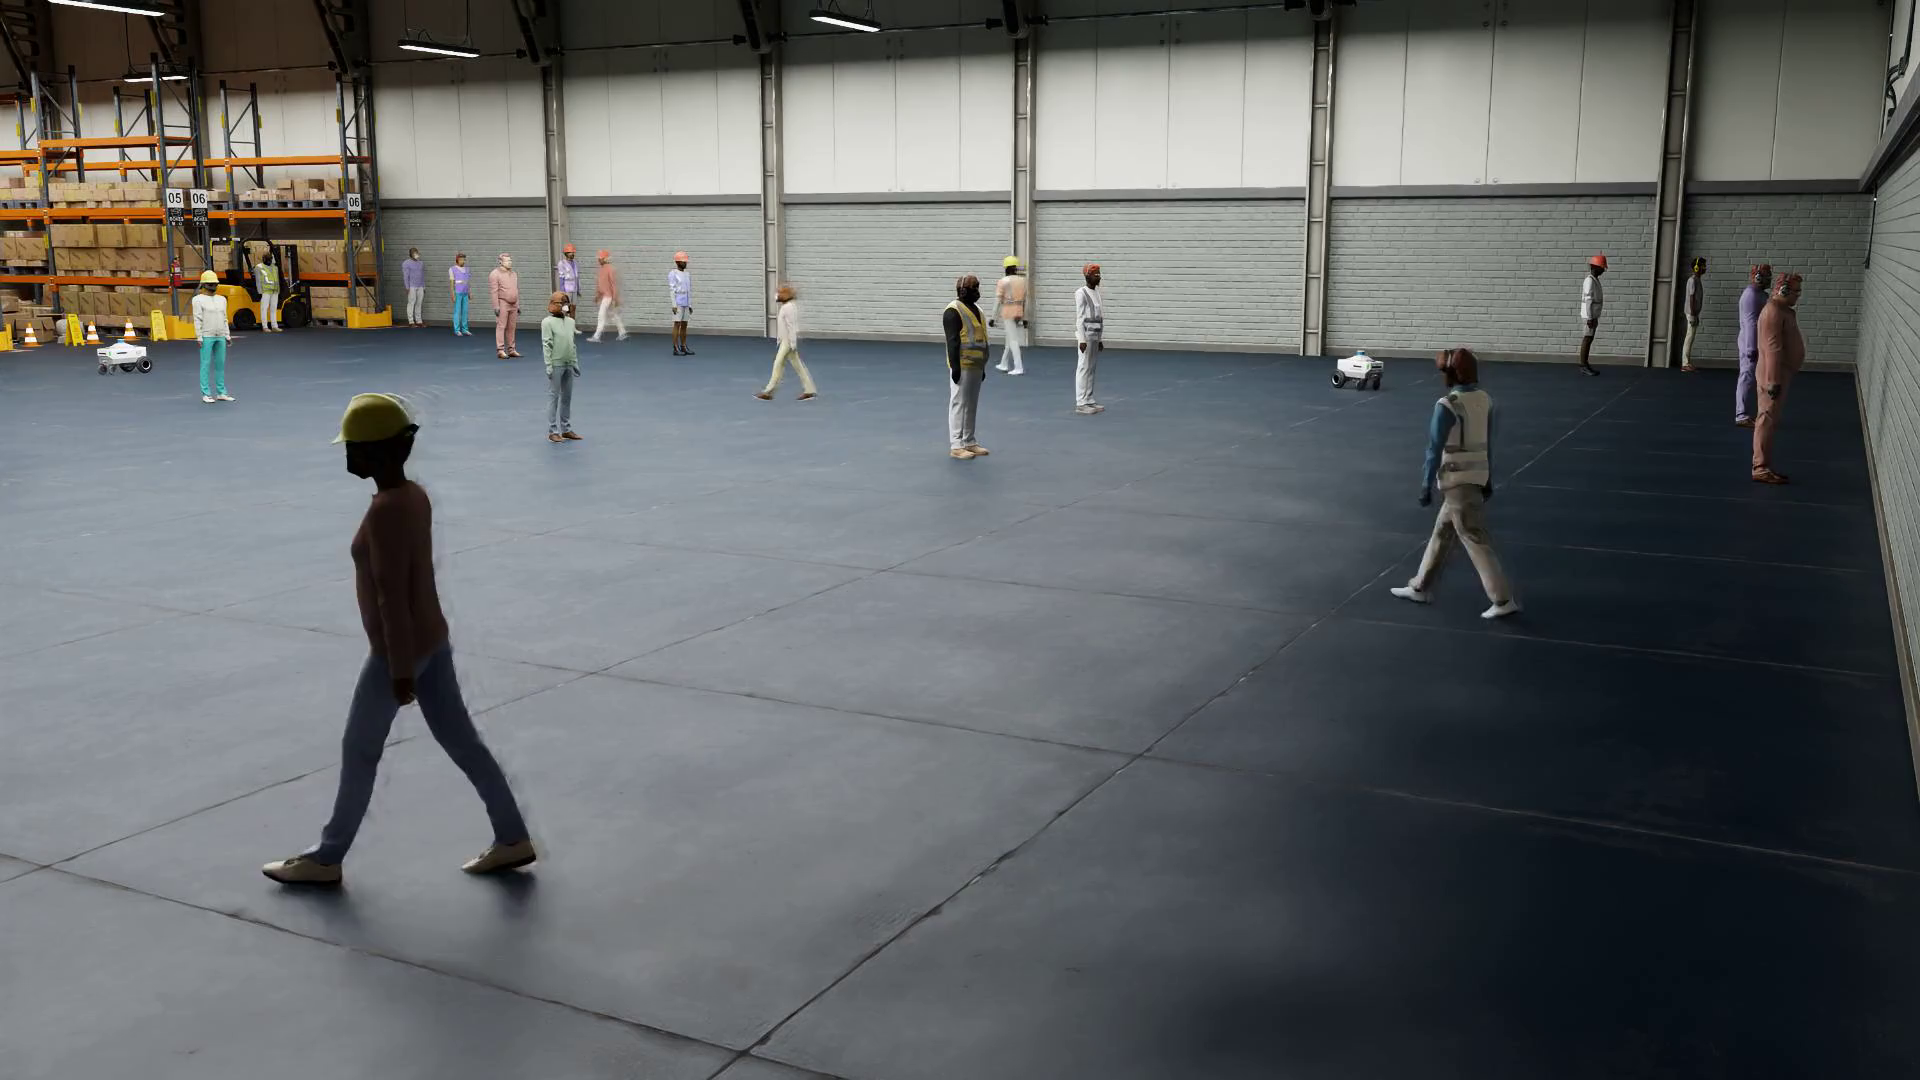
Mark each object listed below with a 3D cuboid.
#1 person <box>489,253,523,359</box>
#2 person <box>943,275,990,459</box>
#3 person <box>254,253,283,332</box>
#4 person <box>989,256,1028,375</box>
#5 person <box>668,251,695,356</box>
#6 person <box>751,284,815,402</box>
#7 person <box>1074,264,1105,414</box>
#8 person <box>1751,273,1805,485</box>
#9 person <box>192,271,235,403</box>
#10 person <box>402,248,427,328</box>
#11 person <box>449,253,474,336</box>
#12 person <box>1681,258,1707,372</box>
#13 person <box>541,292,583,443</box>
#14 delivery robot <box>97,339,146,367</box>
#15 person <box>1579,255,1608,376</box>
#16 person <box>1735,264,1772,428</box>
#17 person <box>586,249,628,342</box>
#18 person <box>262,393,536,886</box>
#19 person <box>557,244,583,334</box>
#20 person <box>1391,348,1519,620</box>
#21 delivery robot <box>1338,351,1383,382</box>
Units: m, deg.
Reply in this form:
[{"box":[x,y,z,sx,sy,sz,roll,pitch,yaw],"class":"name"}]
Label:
[{"box":[-8.290,-4.281,30.457,0.409,1.909,0.640,5,12,27],"class":"person"},{"box":[0.084,-1.752,16.842,0.429,1.844,0.624,5,12,27],"class":"person"},{"box":[-16.043,-5.744,38.626,0.429,1.840,0.624,5,12,27],"class":"person"},{"box":[0.744,-3.624,26.900,0.612,1.890,0.892,-10,14,-43],"class":"person"},{"box":[-5.201,-4.420,31.126,0.357,1.938,0.542,5,12,27],"class":"person"},{"box":[-2.378,-2.664,22.490,0.877,1.583,0.518,-2,11,-11],"class":"person"},{"box":[1.651,-2.549,21.080,0.356,1.883,0.573,5,12,27],"class":"person"},{"box":[7.441,-1.465,15.123,0.403,1.904,0.648,5,12,27],"class":"person"},{"box":[-10.062,-2.735,22.410,0.311,1.768,0.522,5,12,27],"class":"person"},{"box":[-13.257,-6.135,40.477,0.373,1.940,0.629,5,12,27],"class":"person"},{"box":[-11.131,-5.461,37.073,0.390,1.839,0.564,5,12,27],"class":"person"},{"box":[12.164,-3.726,27.530,0.329,1.872,0.508,5,12,27],"class":"person"},{"box":[-4.345,-1.887,18.145,0.284,1.633,0.497,5,12,27],"class":"person"},{"box":[-13.607,-3.018,27.002,0.477,0.478,0.707,5,12,27],"class":"delivery robot"},{"box":[10.134,-3.590,26.622,0.366,1.931,0.542,5,12,27],"class":"person"},{"box":[9.344,-2.280,19.543,0.409,1.909,0.640,5,12,27],"class":"person"},{"box":[-7.456,-5.165,35.177,1.008,1.950,0.635,-8,13,-37],"class":"person"},{"box":[-1.926,0.351,5.716,0.924,1.715,0.545,0,10,-2],"class":"person"},{"box":[-8.793,-5.656,37.580,0.374,2.044,0.606,5,12,27],"class":"person"},{"box":[2.966,-0.337,9.820,0.523,1.591,0.895,-10,14,-43],"class":"person"},{"box":[5.848,-2.520,24.282,0.477,0.478,0.707,-6,12,-28],"class":"delivery robot"}]
